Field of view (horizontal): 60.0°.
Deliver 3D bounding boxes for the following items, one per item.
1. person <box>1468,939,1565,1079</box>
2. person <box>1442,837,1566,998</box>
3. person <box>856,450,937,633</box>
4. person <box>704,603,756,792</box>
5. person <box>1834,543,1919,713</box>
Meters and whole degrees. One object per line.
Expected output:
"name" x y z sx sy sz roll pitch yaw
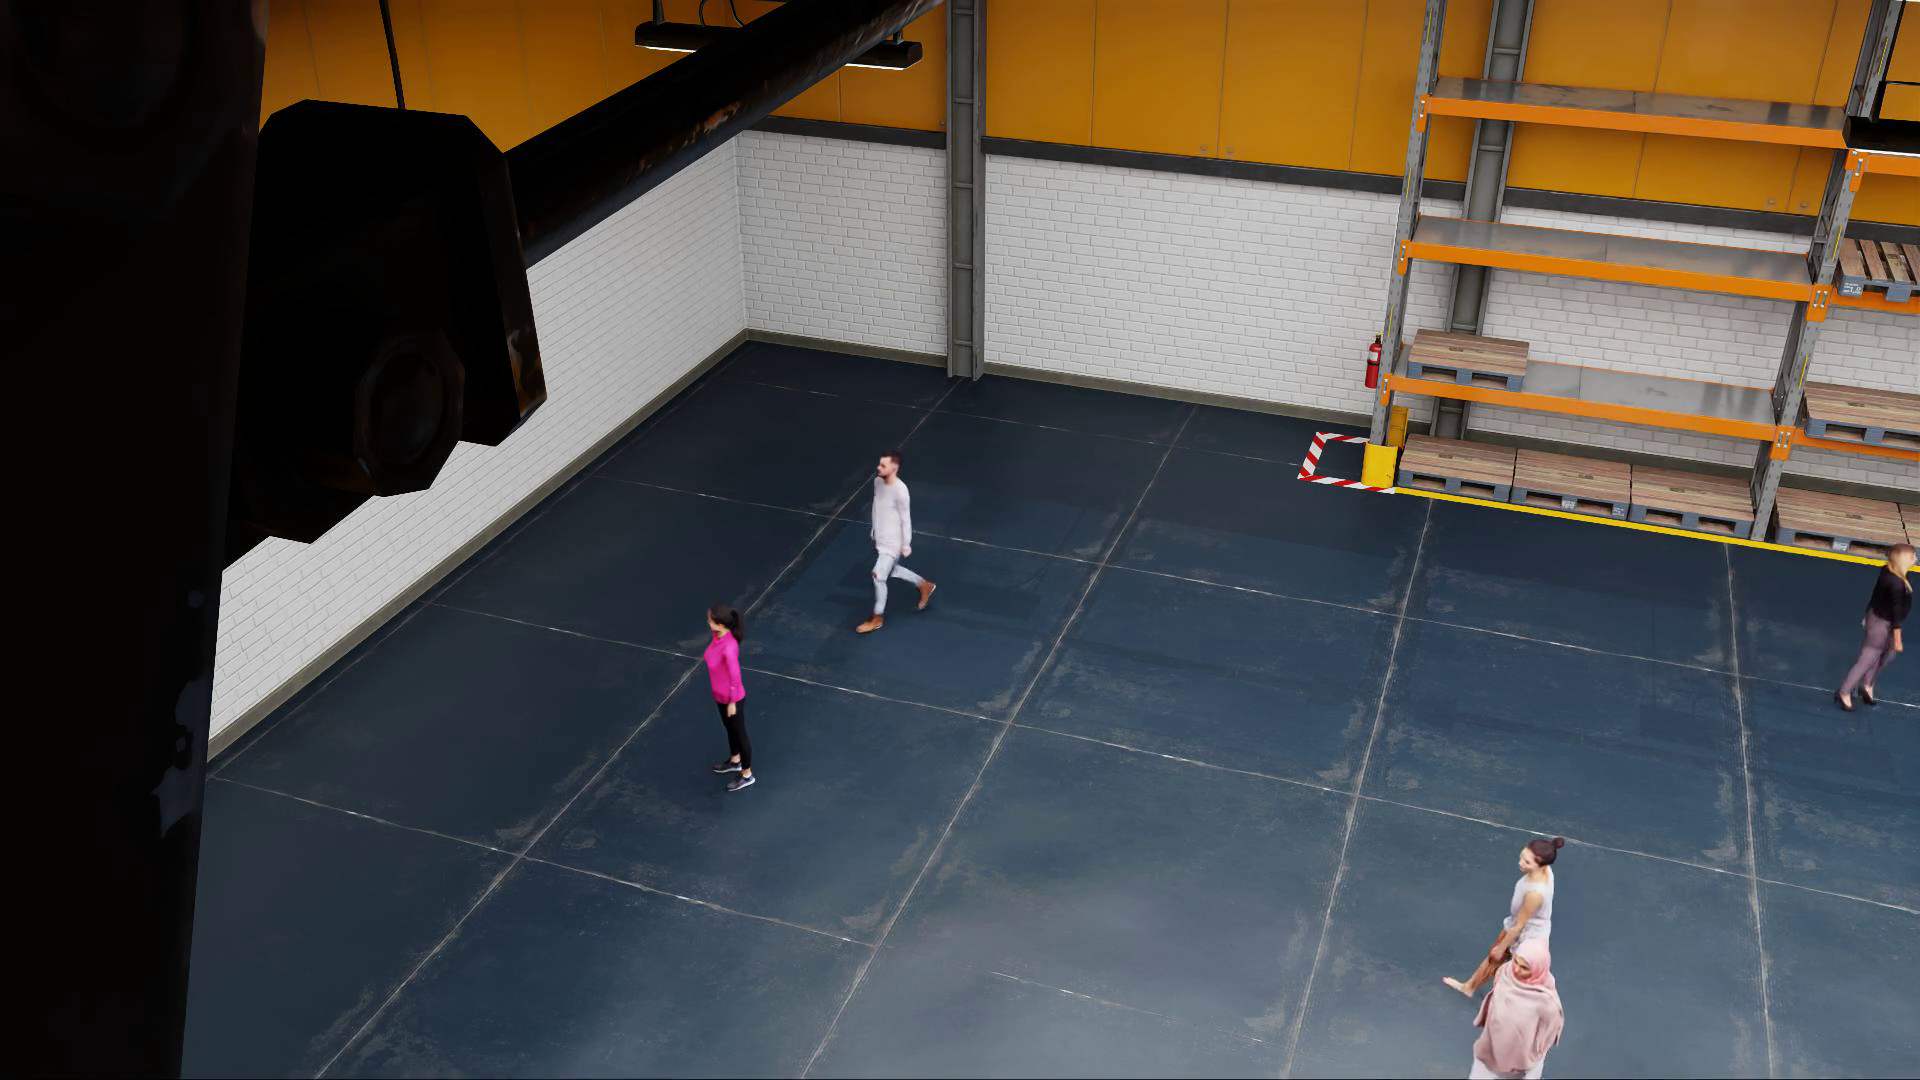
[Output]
"person" 3.358 3.083 9.936 1.114 1.762 1.208 -20 34 -32
"person" 3.826 2.619 10.959 0.945 1.597 0.603 13 31 22
"person" -0.596 -0.029 15.585 1.188 1.817 1.155 -15 32 -25
"person" -1.846 1.233 13.394 0.732 1.698 0.674 -12 31 -22
"person" 7.807 0.764 14.296 0.601 1.659 0.593 11 30 19
